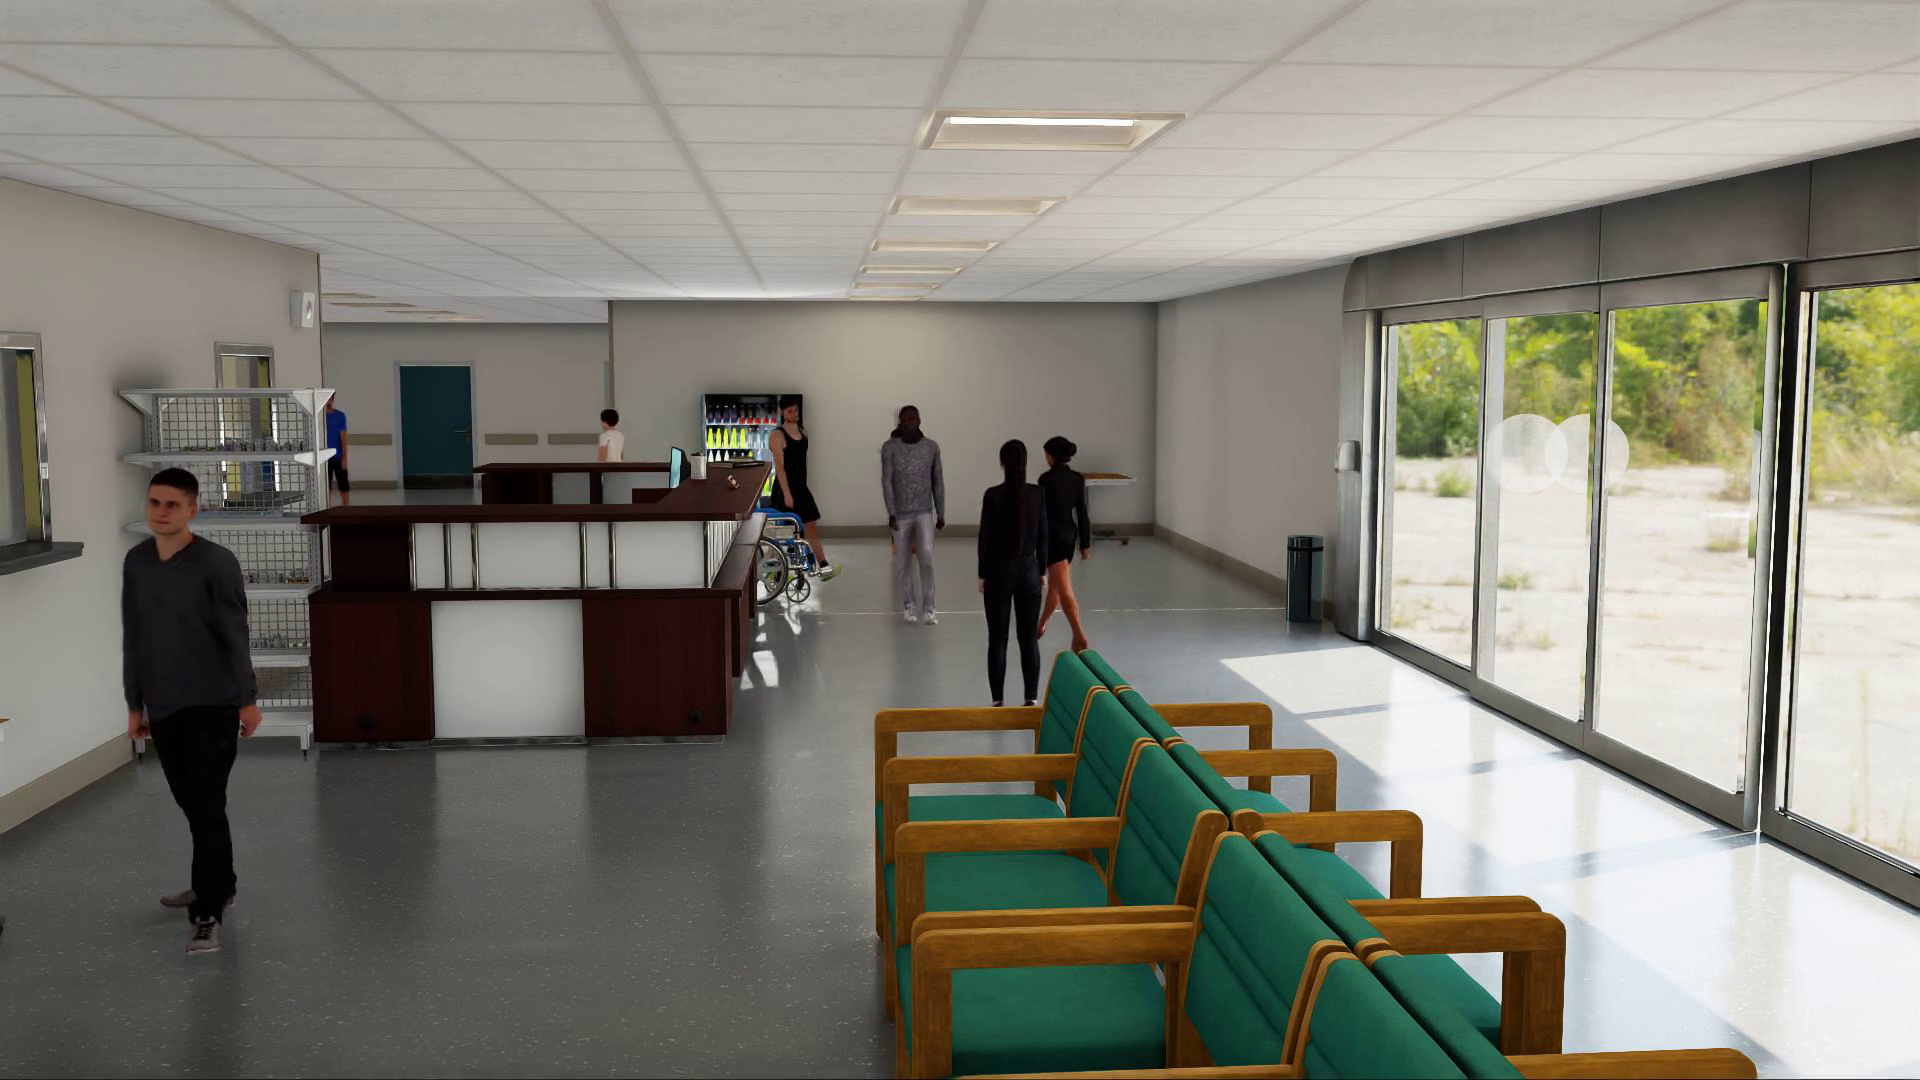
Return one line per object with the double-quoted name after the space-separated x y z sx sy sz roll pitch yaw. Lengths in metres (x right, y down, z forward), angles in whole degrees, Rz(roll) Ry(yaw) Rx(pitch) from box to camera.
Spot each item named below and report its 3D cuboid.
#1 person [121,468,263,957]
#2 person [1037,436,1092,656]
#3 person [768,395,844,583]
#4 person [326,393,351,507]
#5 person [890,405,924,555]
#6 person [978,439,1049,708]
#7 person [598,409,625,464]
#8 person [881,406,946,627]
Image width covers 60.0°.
-2.835 0.611 6.173 0.915 1.731 0.936 2 6 18 "person"
0.764 0.091 12.043 1.068 1.592 0.974 -4 7 -33 "person"
-1.729 -0.457 16.299 1.264 1.830 1.146 3 7 30 "person"
-8.512 -1.097 22.669 1.177 1.828 0.730 -1 6 -10 "person"
-0.623 -0.709 19.317 0.678 1.726 0.774 -4 7 -32 "person"
0.320 0.252 9.831 0.454 1.713 0.654 -1 6 -11 "person"
-4.187 -0.757 20.222 1.007 1.641 0.850 3 6 25 "person"
-0.418 -0.186 13.766 1.015 1.796 0.805 -1 6 -9 "person"
